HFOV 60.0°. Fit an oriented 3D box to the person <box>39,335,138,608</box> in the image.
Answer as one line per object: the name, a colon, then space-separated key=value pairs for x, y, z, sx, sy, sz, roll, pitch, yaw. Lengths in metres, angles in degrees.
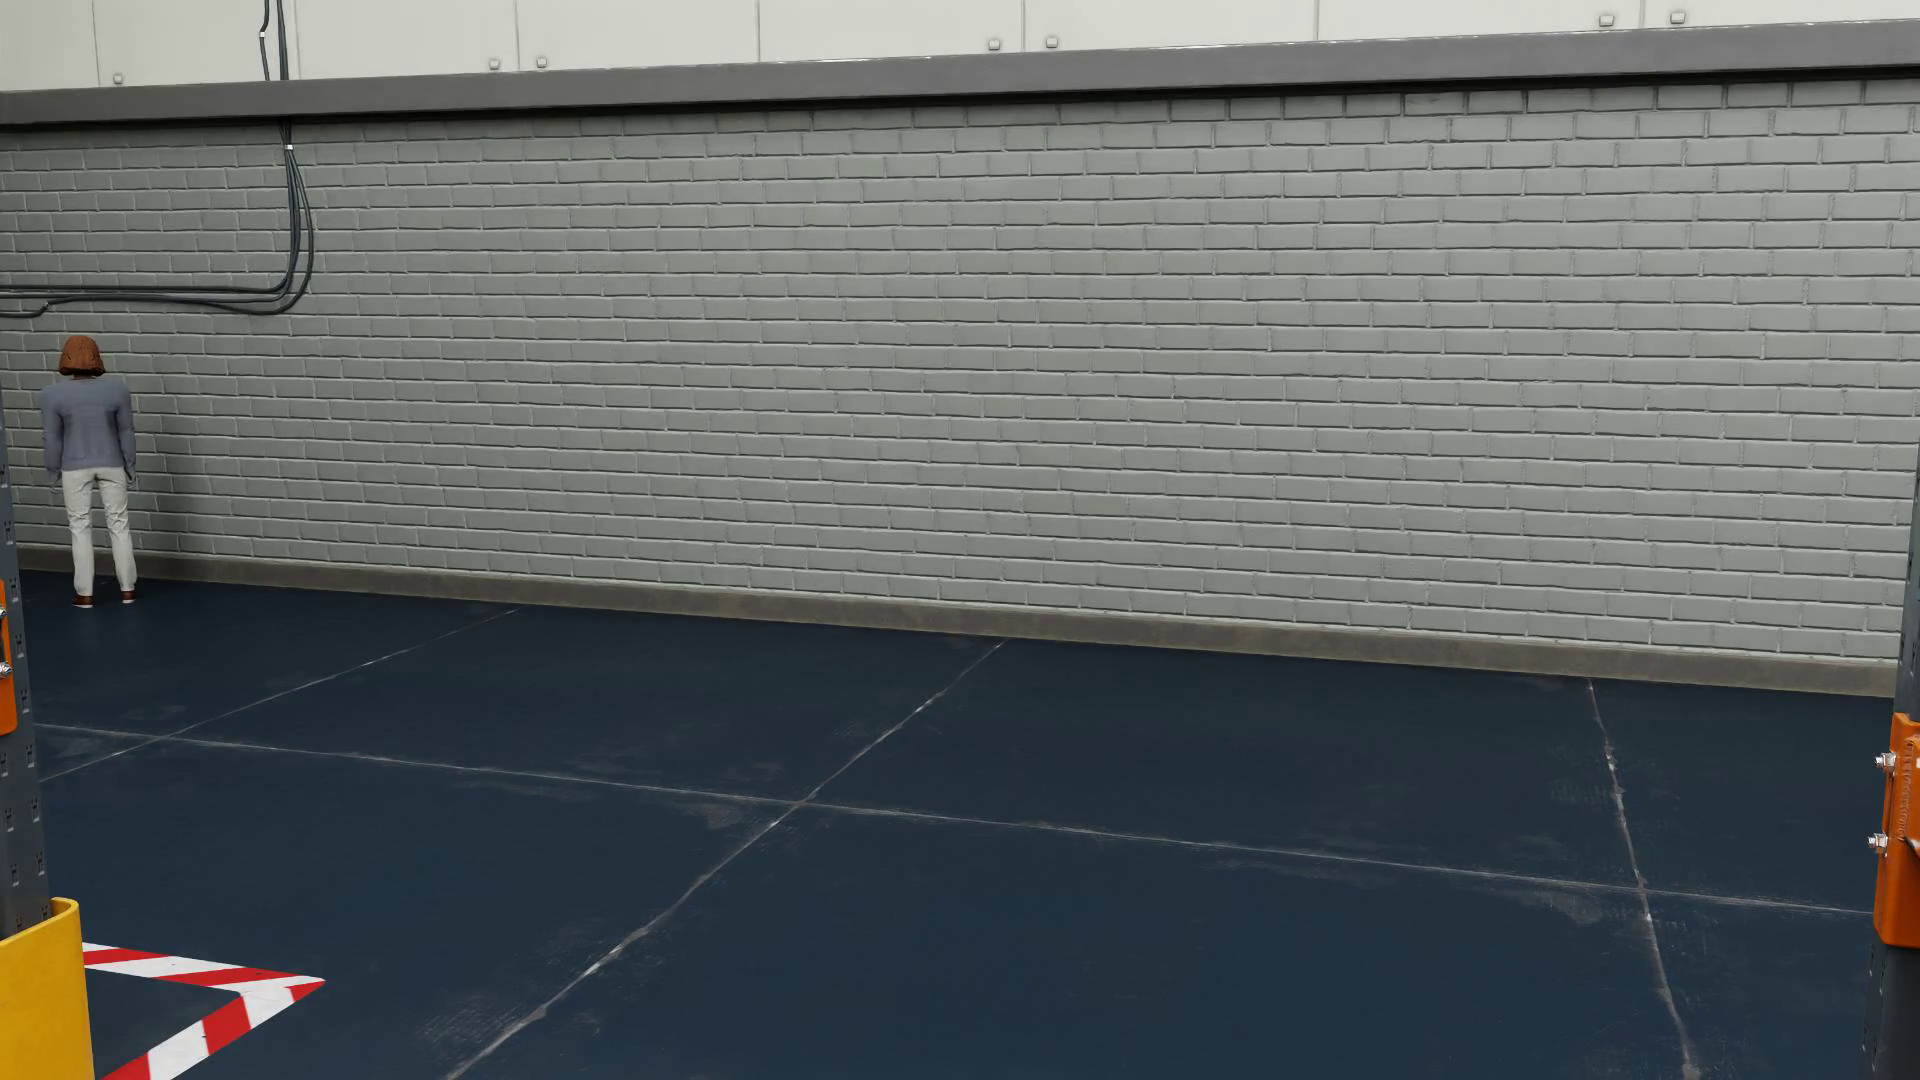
person: x=-5.206 y=-0.408 z=9.979 sx=0.497 sy=1.633 sz=0.285 roll=-7 pitch=12 yaw=-35
